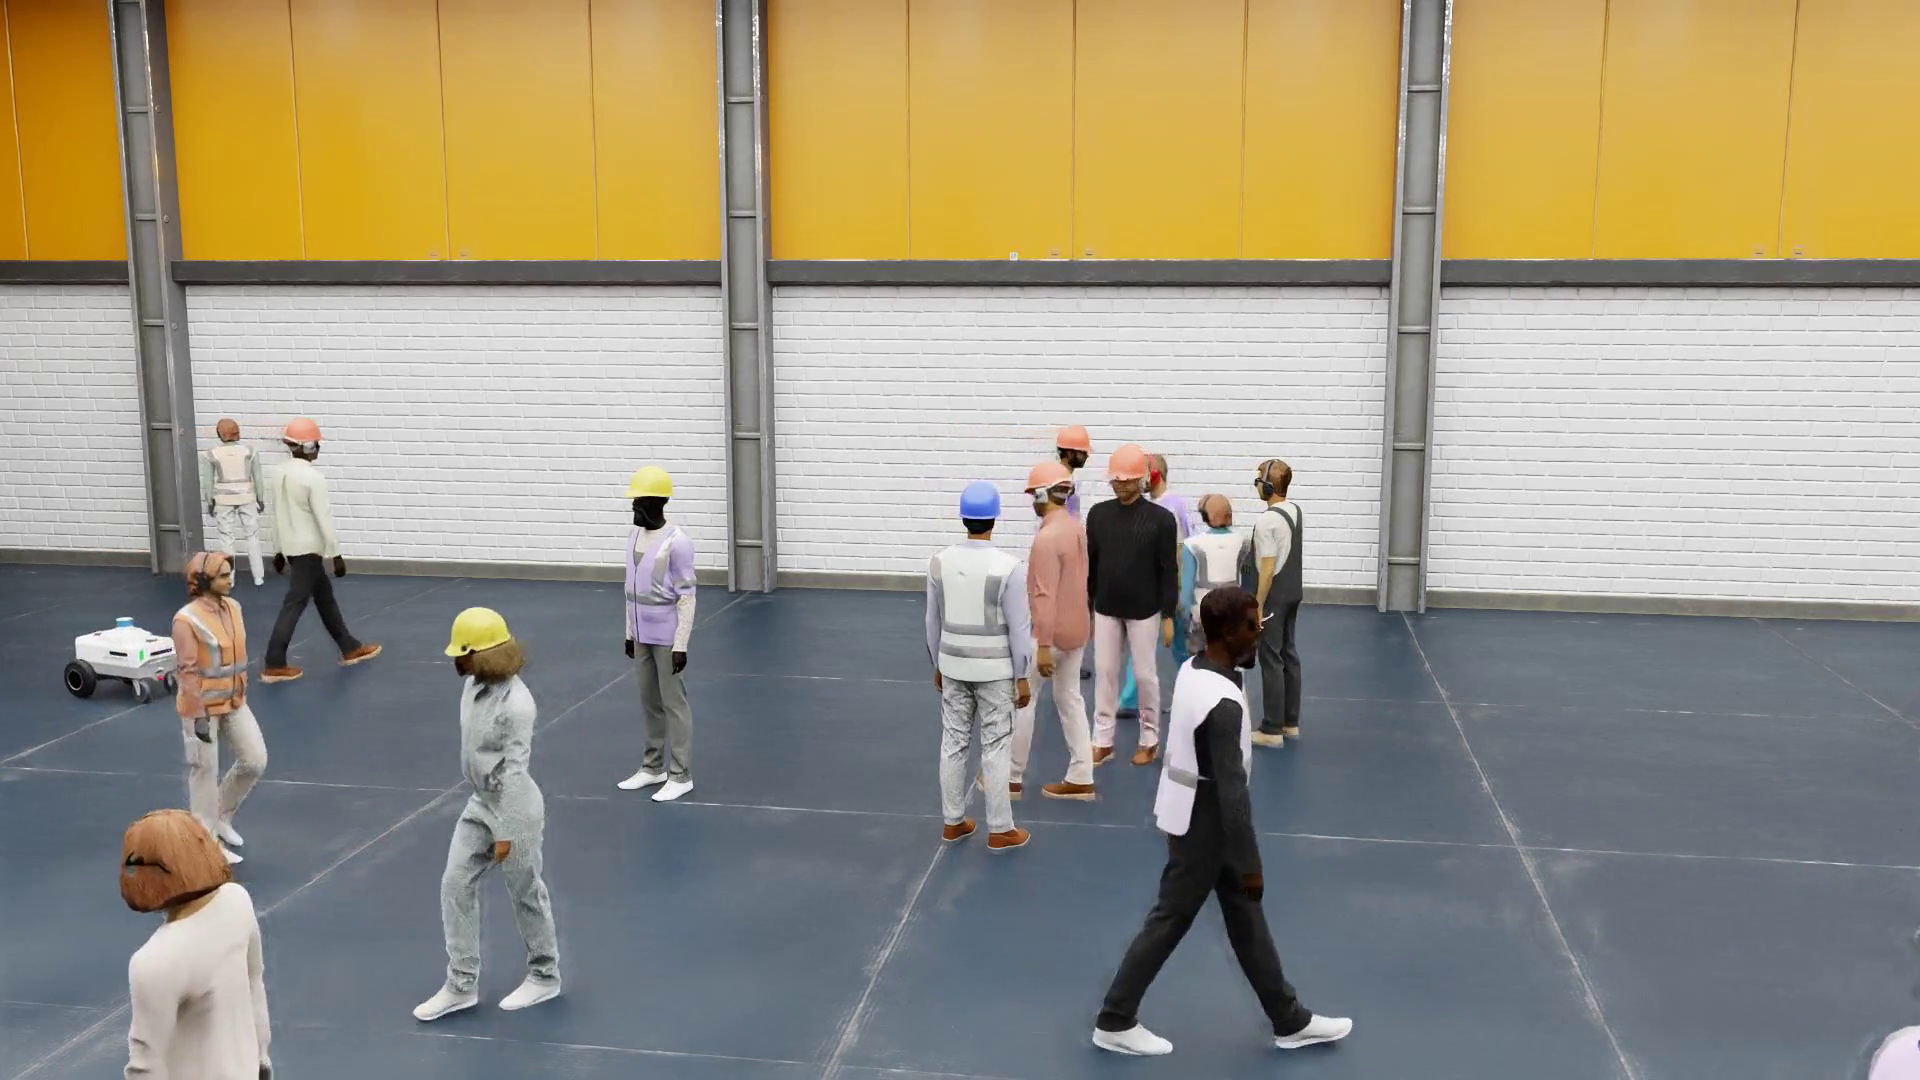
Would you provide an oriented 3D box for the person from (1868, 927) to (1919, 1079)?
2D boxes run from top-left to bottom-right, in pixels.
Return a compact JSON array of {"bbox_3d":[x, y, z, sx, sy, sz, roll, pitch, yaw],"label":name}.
[{"bbox_3d":[1.693,1.552,2.953,0.575,2.029,0.626,2,9,13],"label":"person"}]

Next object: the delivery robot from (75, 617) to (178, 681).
[{"bbox_3d":[-5.946,0.796,11.866,0.707,0.478,0.477,4,10,24],"label":"delivery robot"}]

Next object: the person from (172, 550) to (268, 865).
[{"bbox_3d":[-3.775,0.859,8.456,0.363,1.629,0.514,2,9,12],"label":"person"}]

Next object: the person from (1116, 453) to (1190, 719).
[{"bbox_3d":[1.277,0.320,11.243,0.882,1.799,0.583,0,9,-1],"label":"person"}]

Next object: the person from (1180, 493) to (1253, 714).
[{"bbox_3d":[1.689,0.494,10.835,0.532,1.600,0.830,-1,9,-9],"label":"person"}]

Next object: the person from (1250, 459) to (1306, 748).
[{"bbox_3d":[2.012,0.401,10.624,0.326,1.843,0.517,7,12,38],"label":"person"}]

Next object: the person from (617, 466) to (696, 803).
[{"bbox_3d":[-1.746,0.530,9.566,0.588,1.930,0.362,9,13,44],"label":"person"}]

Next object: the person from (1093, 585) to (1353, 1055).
[{"bbox_3d":[0.994,1.088,6.333,1.030,1.857,0.607,0,9,2],"label":"person"}]

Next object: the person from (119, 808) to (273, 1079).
[{"bbox_3d":[-2.071,1.503,4.491,0.356,1.617,0.535,1,9,4],"label":"person"}]

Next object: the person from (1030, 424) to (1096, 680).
[{"bbox_3d":[0.695,0.097,12.292,0.614,1.915,0.582,-1,9,-4],"label":"person"}]

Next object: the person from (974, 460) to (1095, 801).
[{"bbox_3d":[0.425,0.523,9.534,0.825,1.955,0.655,4,10,26],"label":"person"}]

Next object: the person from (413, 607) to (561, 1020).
[{"bbox_3d":[-1.905,1.109,6.641,0.720,1.705,0.500,-9,13,-44],"label":"person"}]

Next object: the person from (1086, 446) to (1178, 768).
[{"bbox_3d":[1.040,0.422,10.162,0.641,2.000,0.588,5,11,30],"label":"person"}]

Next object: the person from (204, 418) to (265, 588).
[{"bbox_3d":[-6.917,-0.345,15.883,0.516,1.634,0.322,-4,10,-23],"label":"person"}]

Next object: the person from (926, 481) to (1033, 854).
[{"bbox_3d":[0.104,0.664,8.675,0.612,1.950,0.377,6,11,32],"label":"person"}]

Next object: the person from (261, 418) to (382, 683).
[{"bbox_3d":[-4.852,0.059,12.450,0.642,1.939,1.013,8,12,41],"label":"person"}]
